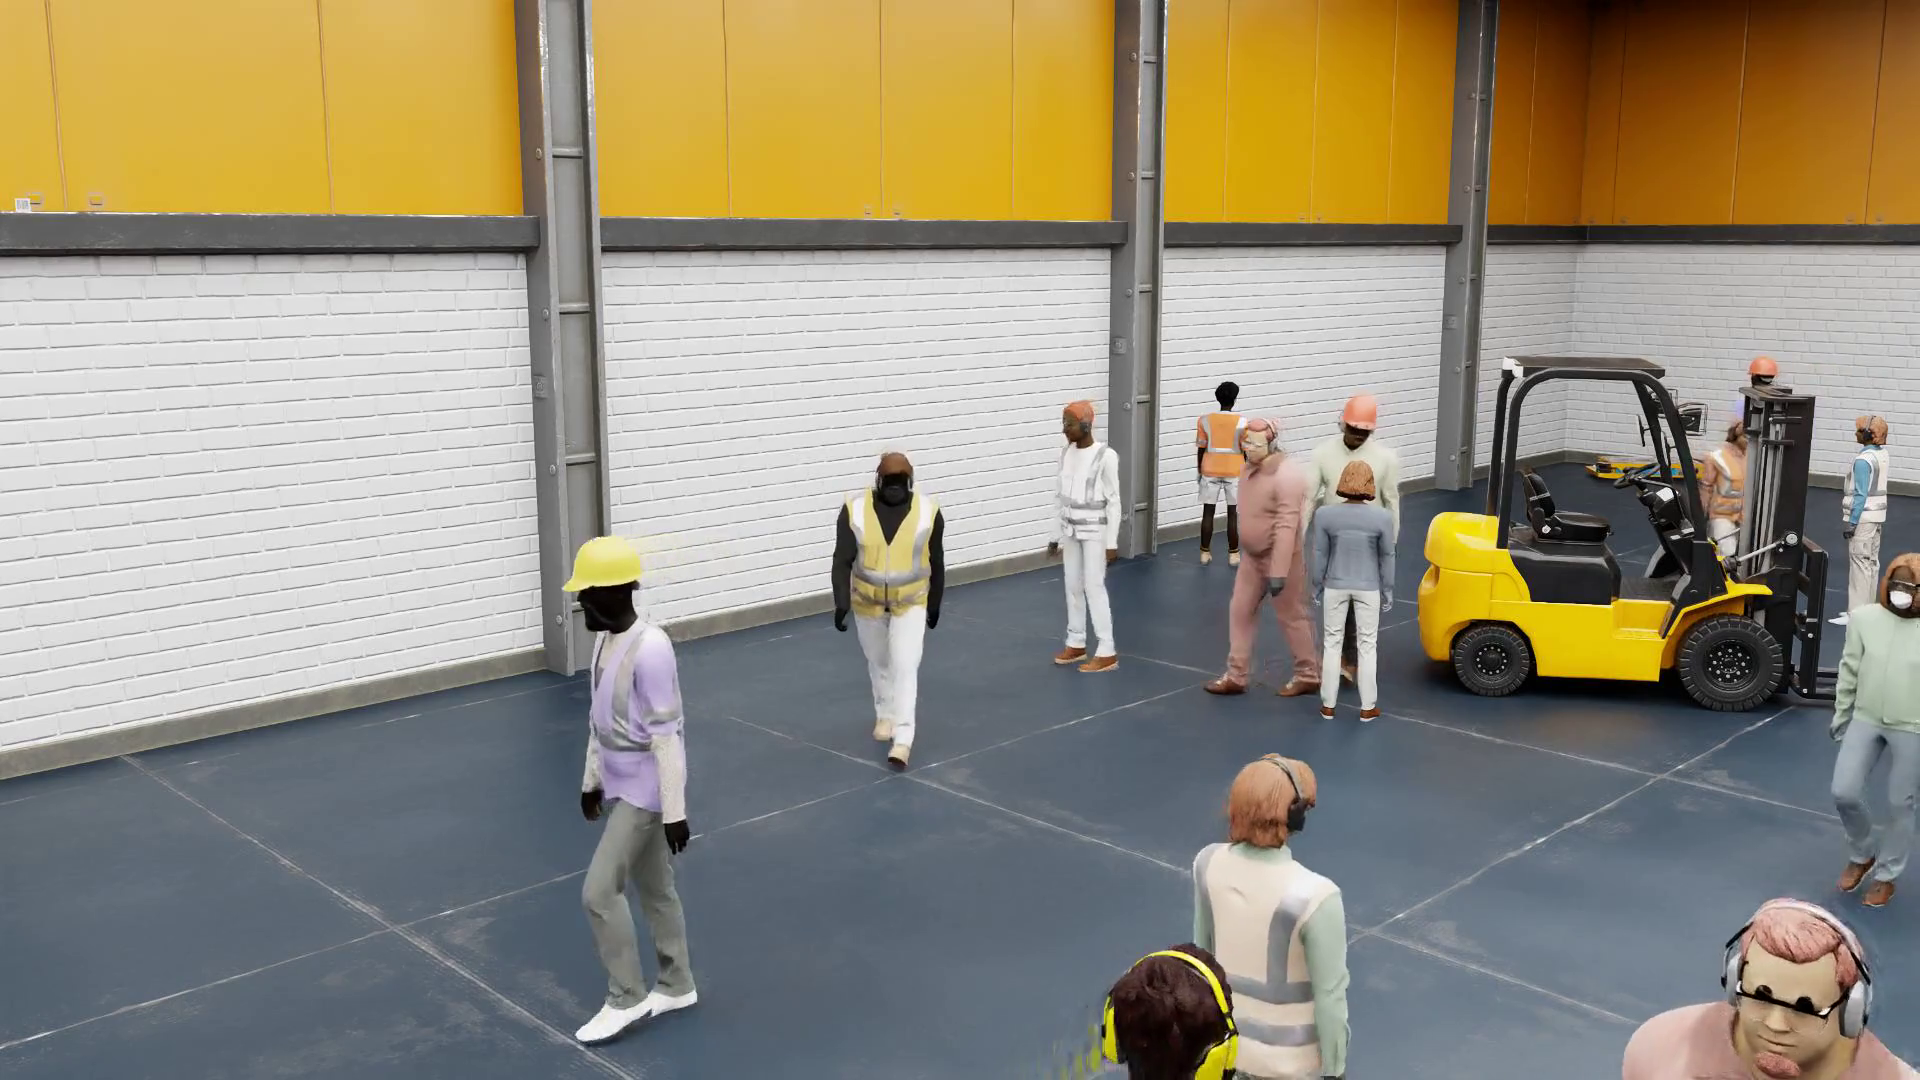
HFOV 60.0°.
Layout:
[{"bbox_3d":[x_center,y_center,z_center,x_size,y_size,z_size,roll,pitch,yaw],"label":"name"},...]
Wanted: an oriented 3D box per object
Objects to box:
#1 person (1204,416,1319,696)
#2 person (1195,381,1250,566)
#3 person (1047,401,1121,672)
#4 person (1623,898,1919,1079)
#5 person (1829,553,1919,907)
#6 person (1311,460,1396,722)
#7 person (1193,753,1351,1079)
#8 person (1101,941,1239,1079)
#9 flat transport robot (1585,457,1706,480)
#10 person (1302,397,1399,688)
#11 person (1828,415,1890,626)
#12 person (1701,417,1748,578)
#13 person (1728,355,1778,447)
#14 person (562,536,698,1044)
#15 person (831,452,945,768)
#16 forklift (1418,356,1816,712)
[{"bbox_3d":[1.973,0.131,10.733,0.892,1.861,0.666,-4,11,-22],"label":"person"},{"bbox_3d":[2.407,-0.600,15.178,0.534,1.691,0.318,3,11,18],"label":"person"},{"bbox_3d":[0.879,-0.024,11.572,0.363,1.874,0.614,-8,13,-35],"label":"person"},{"bbox_3d":[1.496,1.542,3.078,0.654,1.850,1.018,9,14,40],"label":"person"},{"bbox_3d":[4.151,0.852,7.423,0.356,1.617,0.535,-9,14,-42],"label":"person"},{"bbox_3d":[2.436,0.316,10.329,0.507,1.632,0.275,3,11,17],"label":"person"},{"bbox_3d":[0.801,1.383,4.508,0.505,1.622,0.534,-8,13,-36],"label":"person"},{"bbox_3d":[0.292,1.601,2.850,0.533,1.820,0.958,5,12,26],"label":"person"},{"bbox_3d":[8.593,-0.897,20.666,1.431,0.197,0.652,1,10,6],"label":"flat transport robot"},{"bbox_3d":[2.582,0.004,11.192,0.656,1.936,1.024,5,12,26],"label":"person"},{"bbox_3d":[6.978,-0.147,12.841,0.307,1.641,0.513,10,14,42],"label":"person"},{"bbox_3d":[6.141,-0.204,13.263,0.518,1.597,0.848,0,10,-3],"label":"person"},{"bbox_3d":[7.419,-0.753,15.431,0.552,1.908,0.890,-2,11,-11],"label":"person"},{"bbox_3d":[-1.291,0.929,6.228,0.655,1.901,0.627,-5,11,-25],"label":"person"},{"bbox_3d":[-0.410,0.379,9.602,0.630,1.782,1.016,1,10,3],"label":"person"},{"bbox_3d":[4.276,-0.101,11.076,2.313,2.155,1.214,2,11,13],"label":"forklift"}]
